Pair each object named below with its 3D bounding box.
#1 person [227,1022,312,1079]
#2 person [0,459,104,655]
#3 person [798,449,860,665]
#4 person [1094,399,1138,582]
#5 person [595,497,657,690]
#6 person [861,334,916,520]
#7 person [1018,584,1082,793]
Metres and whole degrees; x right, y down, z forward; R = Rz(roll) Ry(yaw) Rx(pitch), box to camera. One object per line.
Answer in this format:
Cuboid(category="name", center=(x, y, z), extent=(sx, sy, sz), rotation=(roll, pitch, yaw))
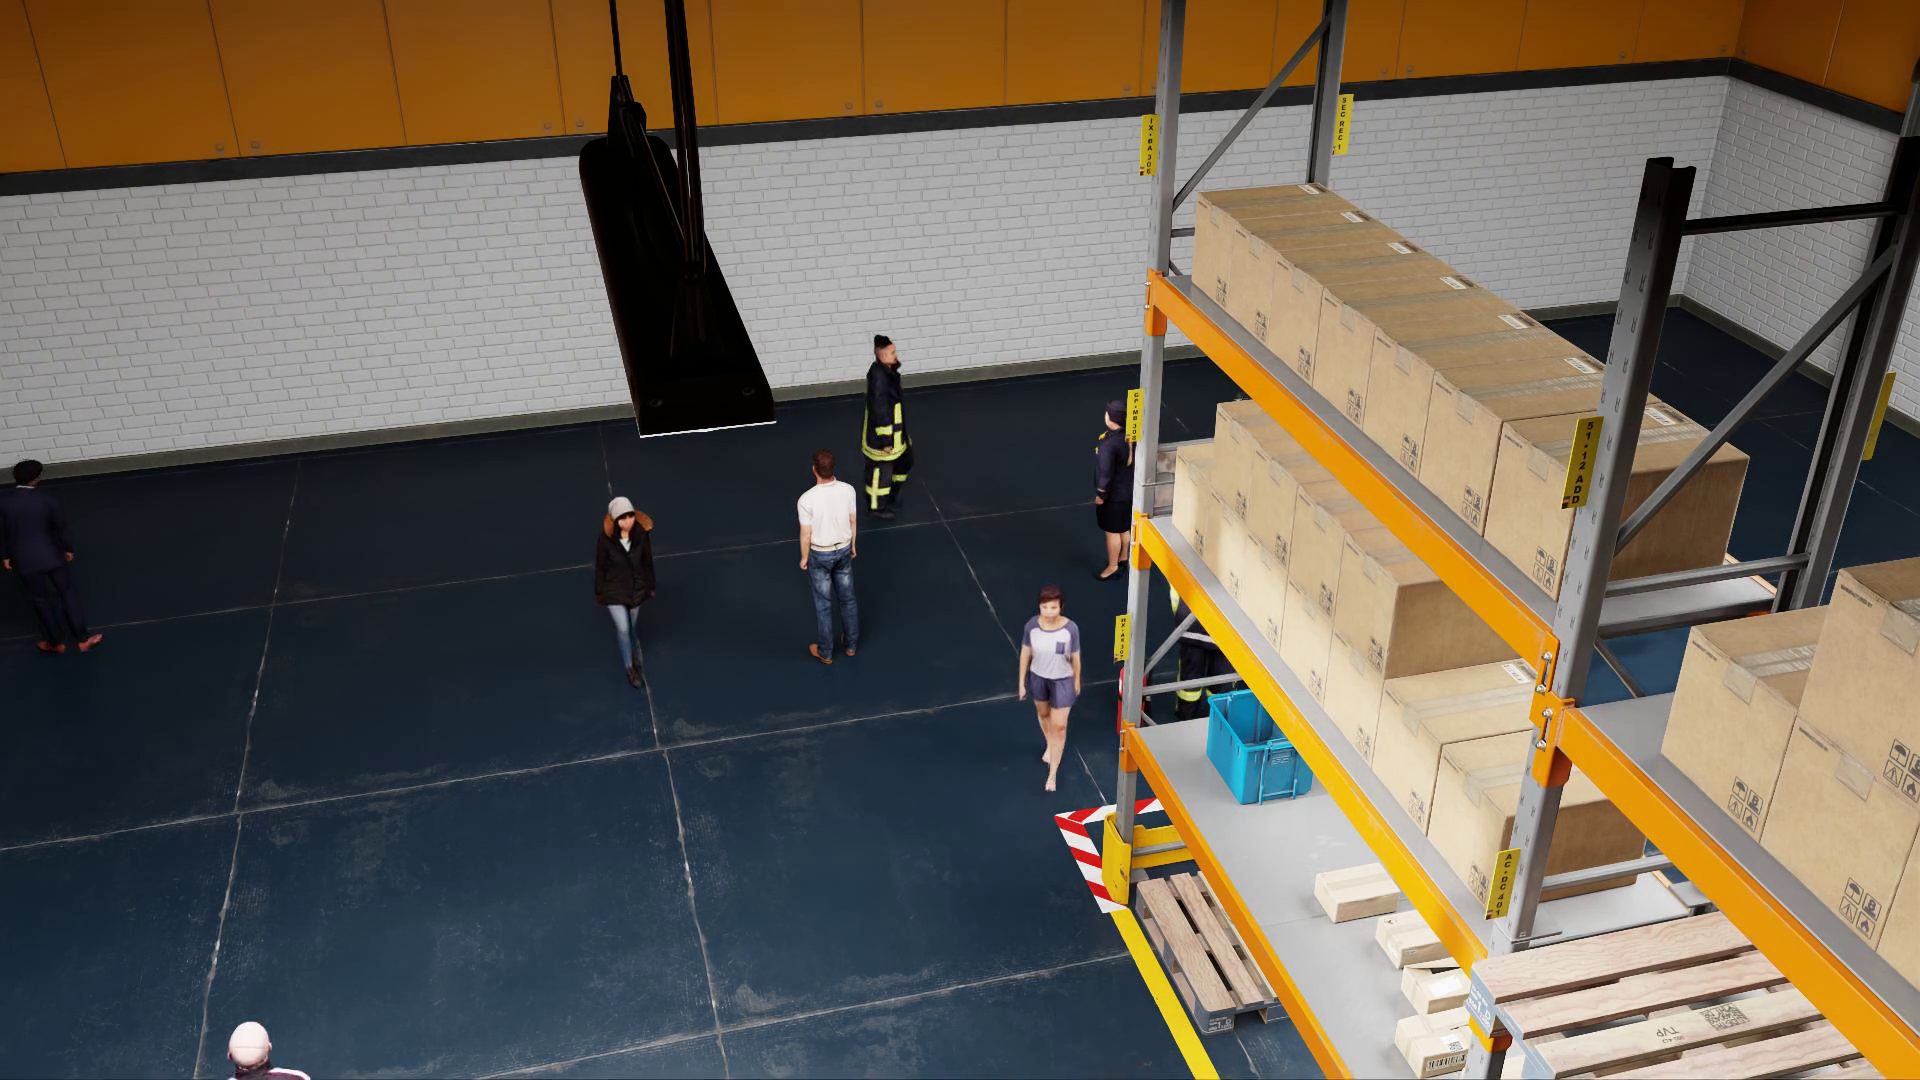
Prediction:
Cuboid(category="person", center=(-3.233, 3.087, 7.876), extent=(0.764, 1.803, 1.199), rotation=(-11, 30, -19))
Cuboid(category="person", center=(-7.424, 0.168, 13.335), extent=(0.719, 1.699, 0.773), rotation=(24, 36, 36))
Cuboid(category="person", center=(-1.033, 0.124, 13.252), extent=(0.718, 1.856, 0.667), rotation=(-15, 32, -26))
Cuboid(category="person", center=(1.355, -0.424, 14.449), extent=(0.857, 1.671, 0.805), rotation=(17, 33, 28))
Cuboid(category="person", center=(-2.671, 0.353, 13.091), extent=(0.775, 1.609, 0.895), rotation=(-17, 33, -29))
Cuboid(category="person", center=(-0.783, -1.063, 15.431), extent=(0.943, 1.854, 0.810), rotation=(4, 29, 7))
Cuboid(category="person", center=(0.673, 0.969, 12.037), extent=(0.847, 1.537, 0.983), rotation=(8, 30, 14))
